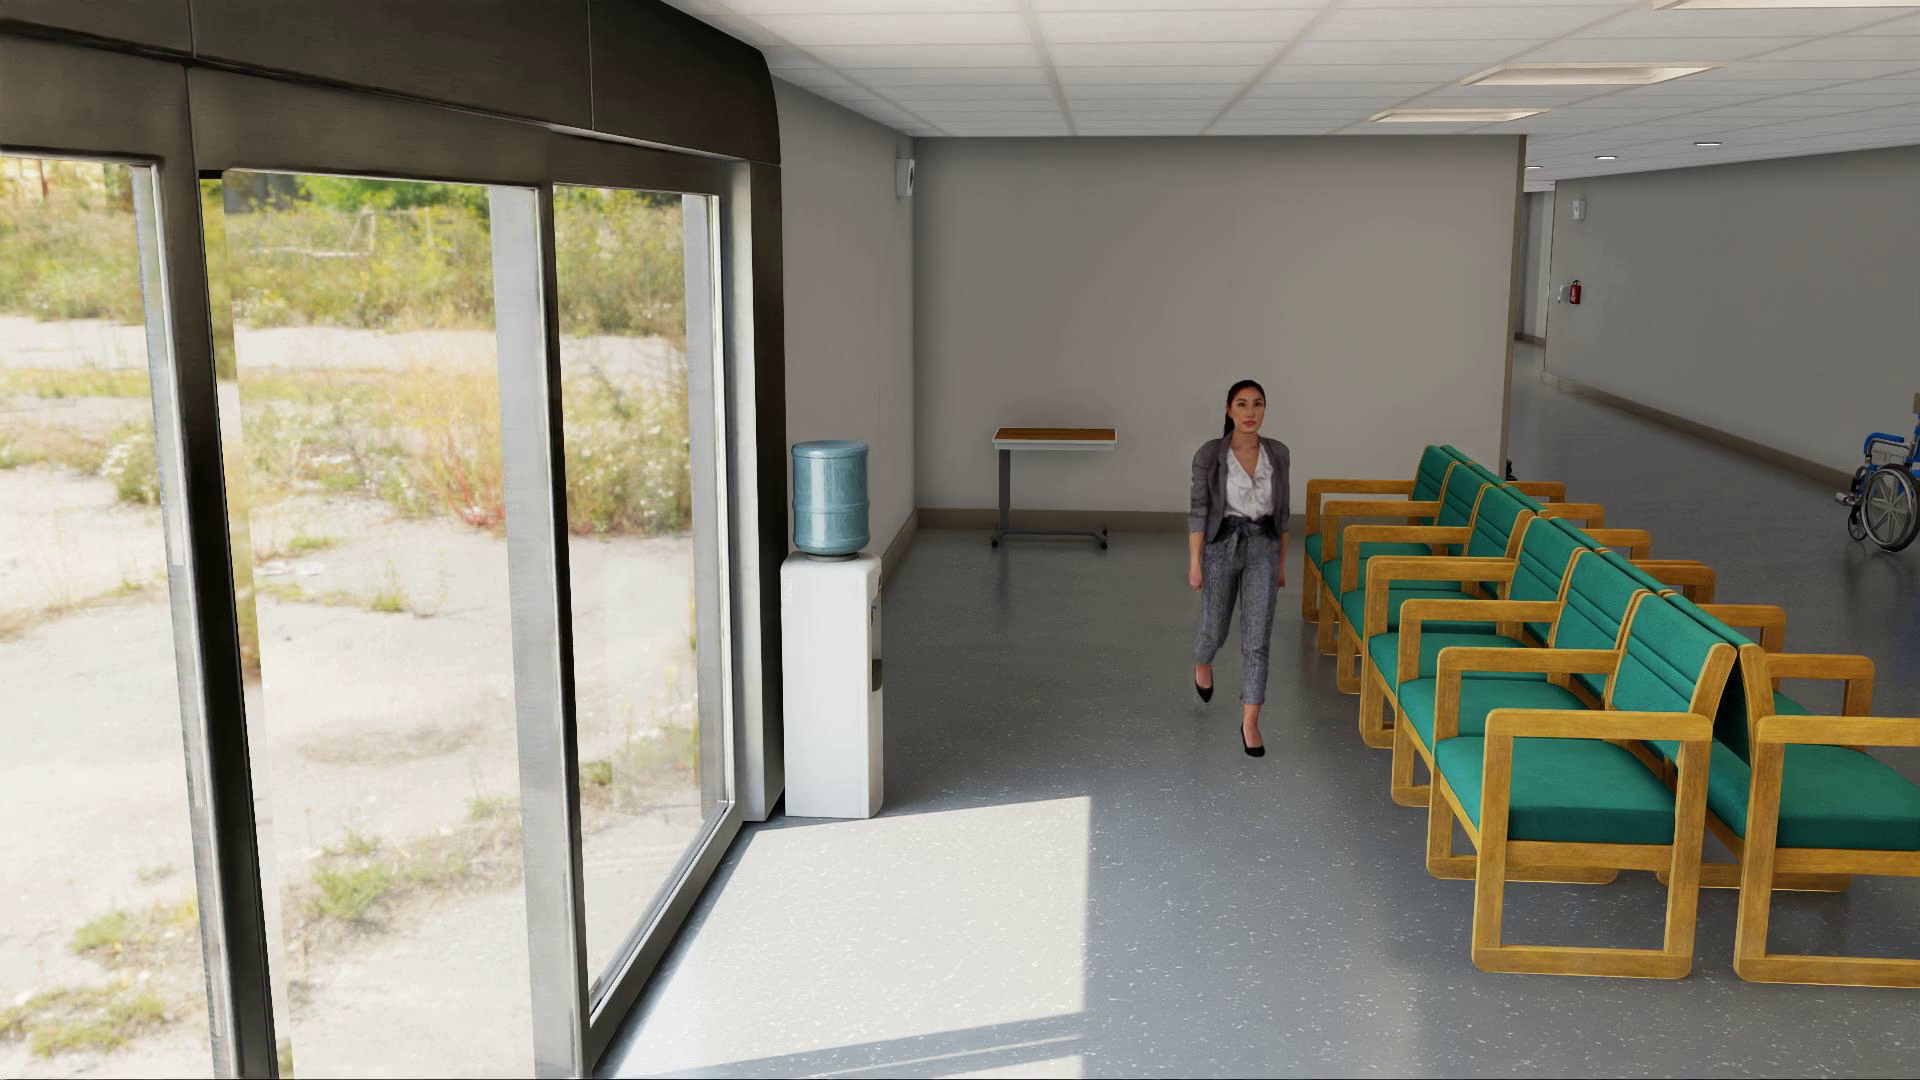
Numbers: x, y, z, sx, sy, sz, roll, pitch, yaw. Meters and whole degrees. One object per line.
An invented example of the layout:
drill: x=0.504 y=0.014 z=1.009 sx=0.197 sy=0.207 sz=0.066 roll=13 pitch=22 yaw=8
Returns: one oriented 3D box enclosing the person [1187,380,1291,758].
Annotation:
person: x=1.248 y=0.108 z=7.548 sx=0.998 sy=1.657 sz=0.787 roll=-1 pitch=11 yaw=-5
